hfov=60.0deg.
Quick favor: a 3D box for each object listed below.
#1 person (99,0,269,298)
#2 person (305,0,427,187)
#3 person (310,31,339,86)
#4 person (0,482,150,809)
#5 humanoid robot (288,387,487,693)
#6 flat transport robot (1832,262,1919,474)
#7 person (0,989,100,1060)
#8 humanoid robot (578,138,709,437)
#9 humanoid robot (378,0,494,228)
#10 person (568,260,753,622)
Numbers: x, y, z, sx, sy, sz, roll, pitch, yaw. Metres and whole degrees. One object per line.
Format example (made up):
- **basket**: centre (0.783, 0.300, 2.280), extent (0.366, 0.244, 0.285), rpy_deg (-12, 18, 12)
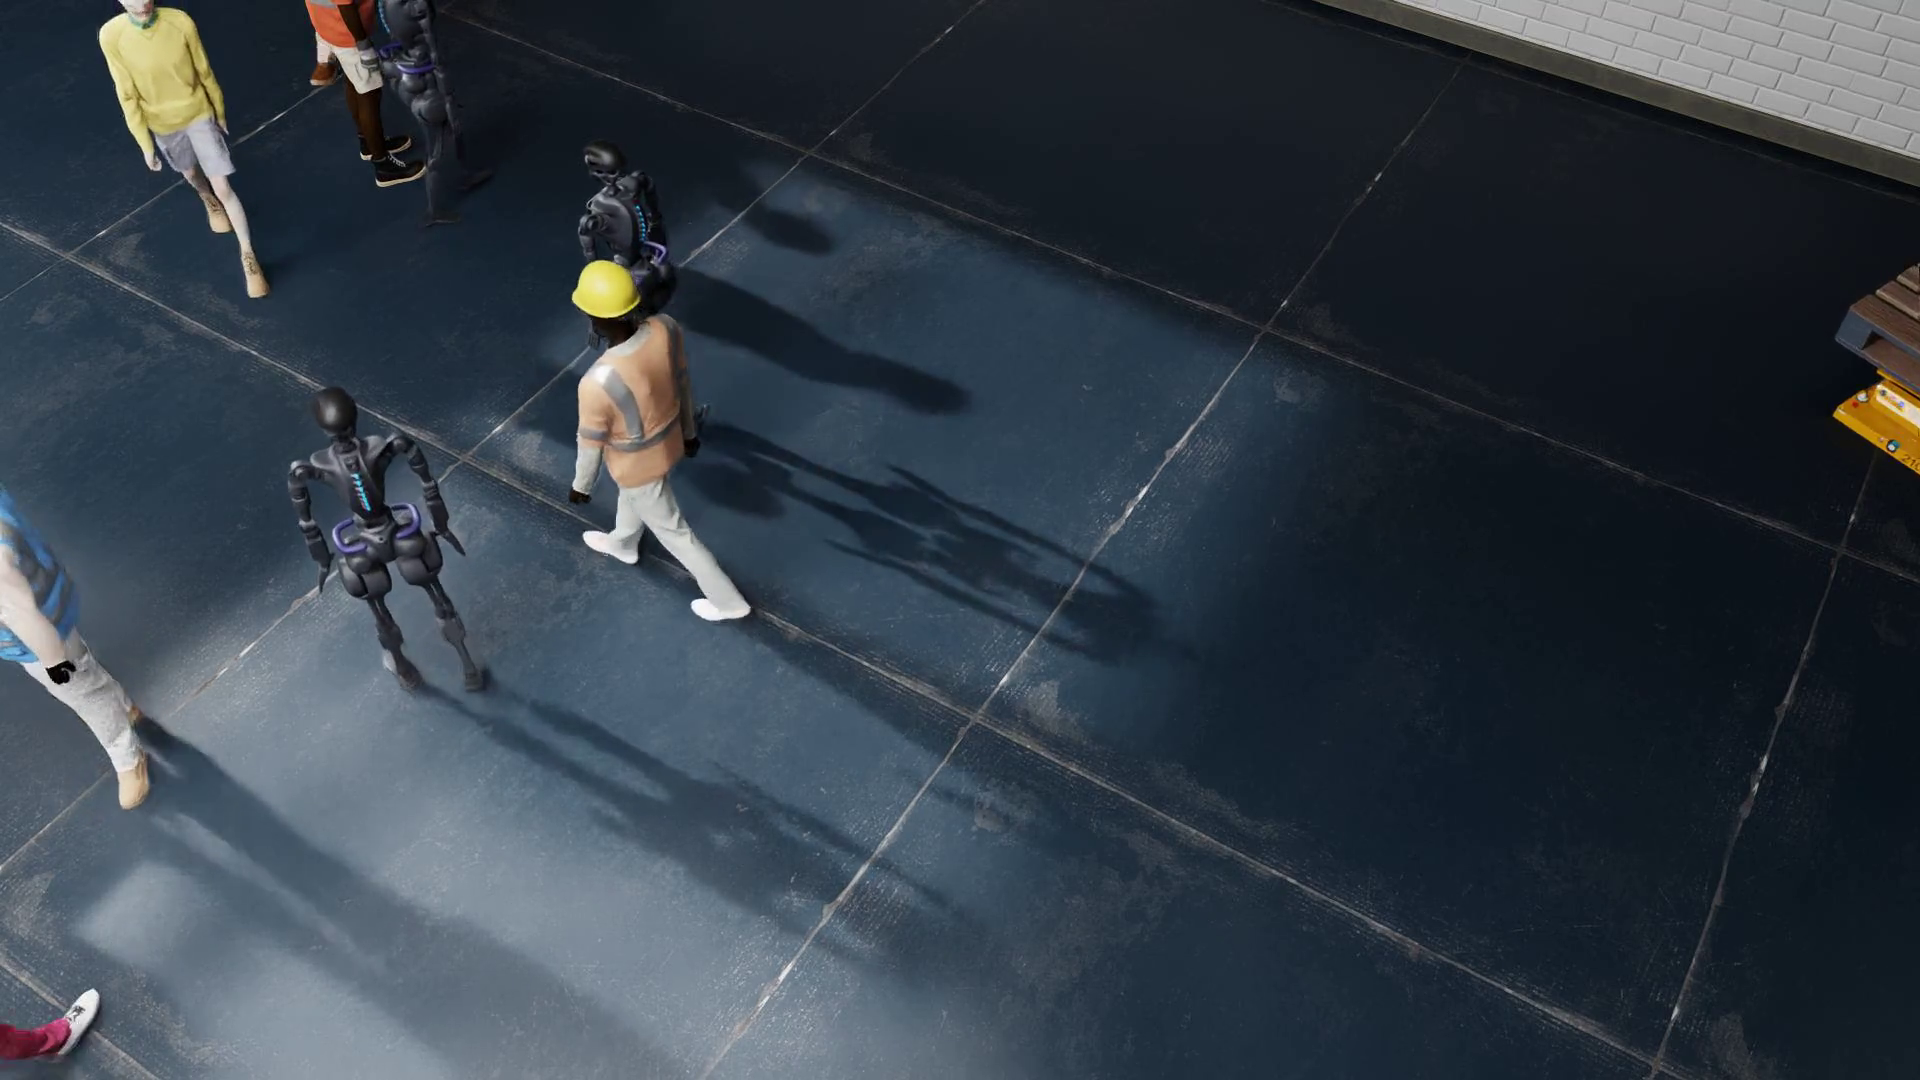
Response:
- **person**: centre (-4.104, -2.241, 8.734), extent (0.478, 1.851, 0.941), rpy_deg (-17, 51, -15)
- **person**: centre (-3.388, -2.872, 9.207), extent (0.370, 1.958, 0.603), rpy_deg (-24, 53, -19)
- **person**: centre (-4.052, -3.828, 10.056), extent (0.644, 1.937, 1.042), rpy_deg (2, 49, 2)
- **person**: centre (-3.644, 0.336, 6.509), extent (0.434, 1.806, 0.727), rpy_deg (-28, 55, -23)
- **humanoid robot**: centre (-2.347, 0.074, 6.827), extent (0.605, 1.659, 0.429), rpy_deg (-21, 52, -17)
- **flat transport robot**: centre (5.204, -0.795, 8.510), extent (1.431, 0.231, 0.659), rpy_deg (-29, 55, -23)
- **person**: centre (-3.500, 1.532, 5.588), extent (0.518, 1.595, 0.815), rpy_deg (12, 50, 10)
- **humanoid robot**: centre (-1.491, -1.190, 7.930), extent (0.597, 1.631, 0.614), rpy_deg (22, 52, 18)
- **humanoid robot**: centre (-2.929, -2.524, 9.092), extent (0.551, 1.642, 0.590), rpy_deg (-35, 57, -27)
- **person**: centre (-1.350, -0.391, 7.090), extent (0.970, 1.880, 0.604), rpy_deg (18, 51, 15)
